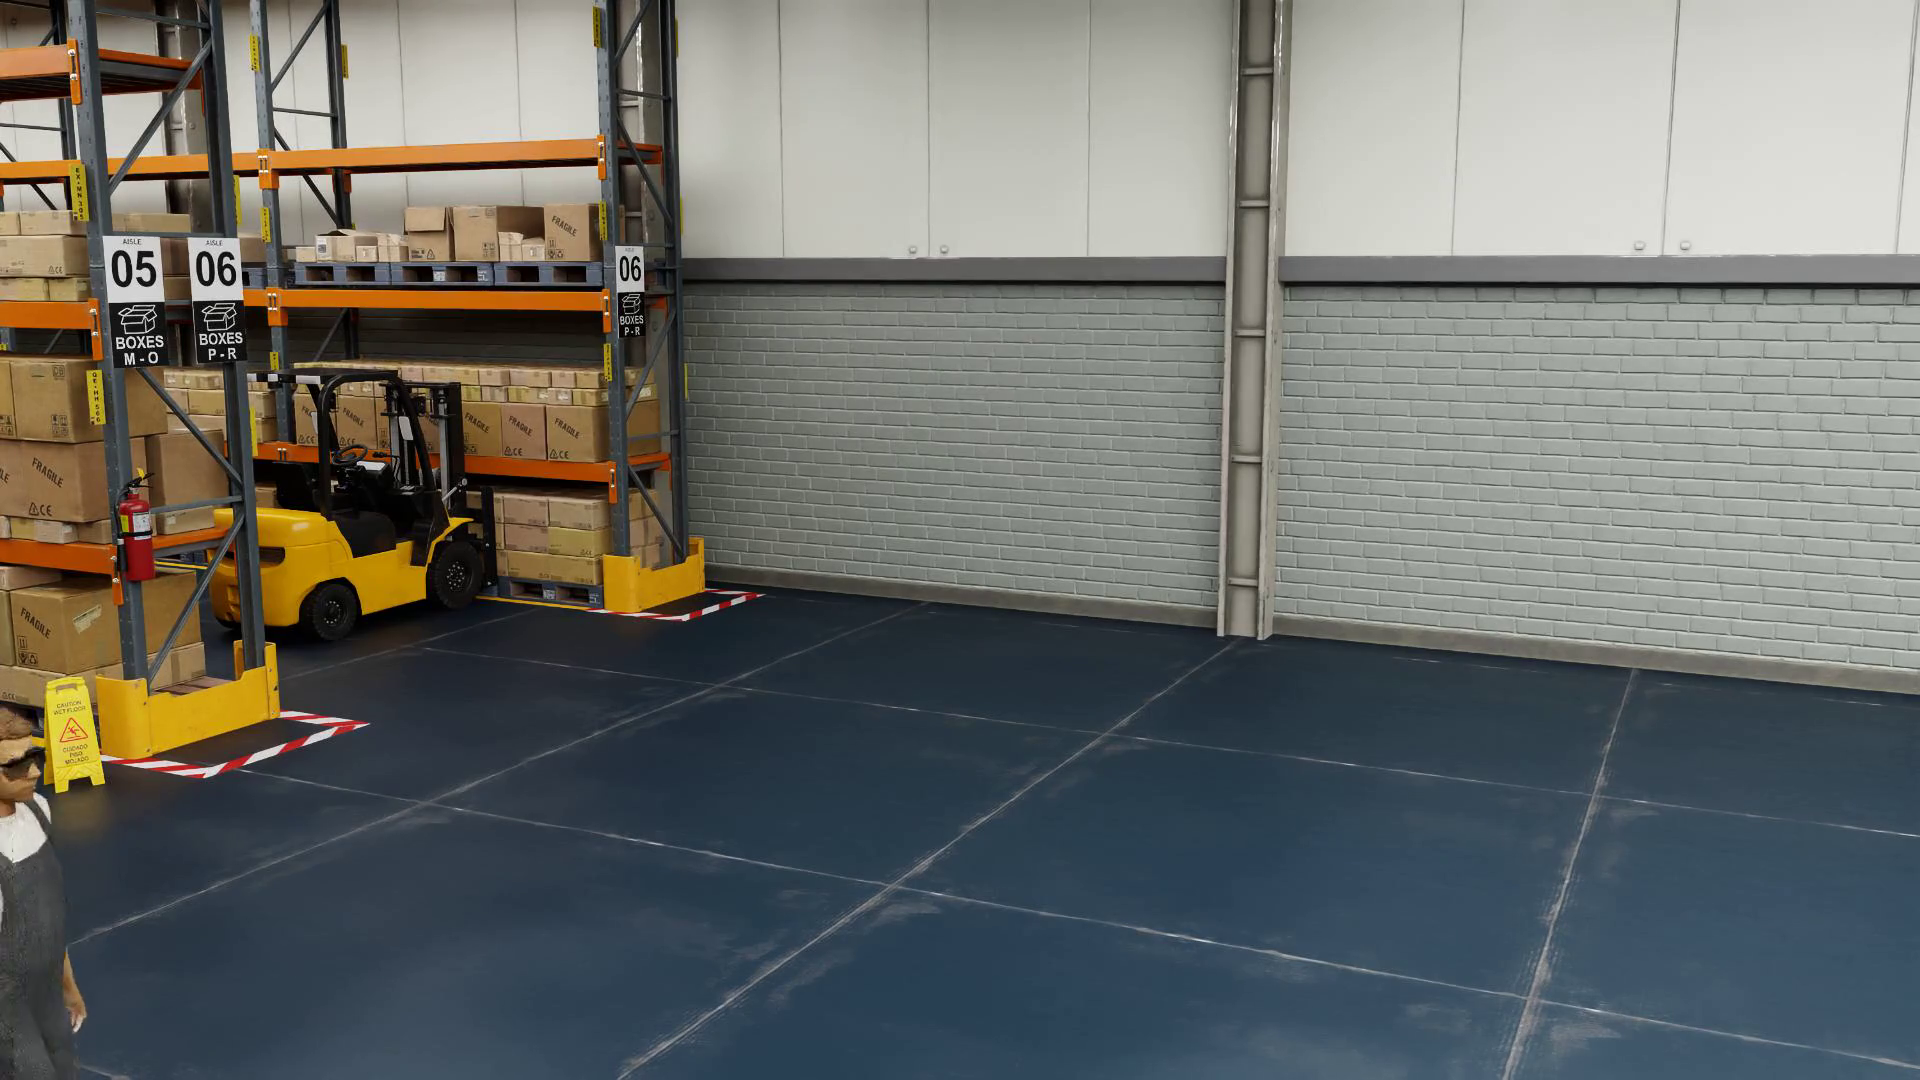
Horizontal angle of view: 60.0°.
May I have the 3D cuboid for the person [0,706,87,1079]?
[{"bbox_3d":[-2.785,1.354,4.793,0.638,1.821,0.524,0,9,-3],"label":"person"}]
